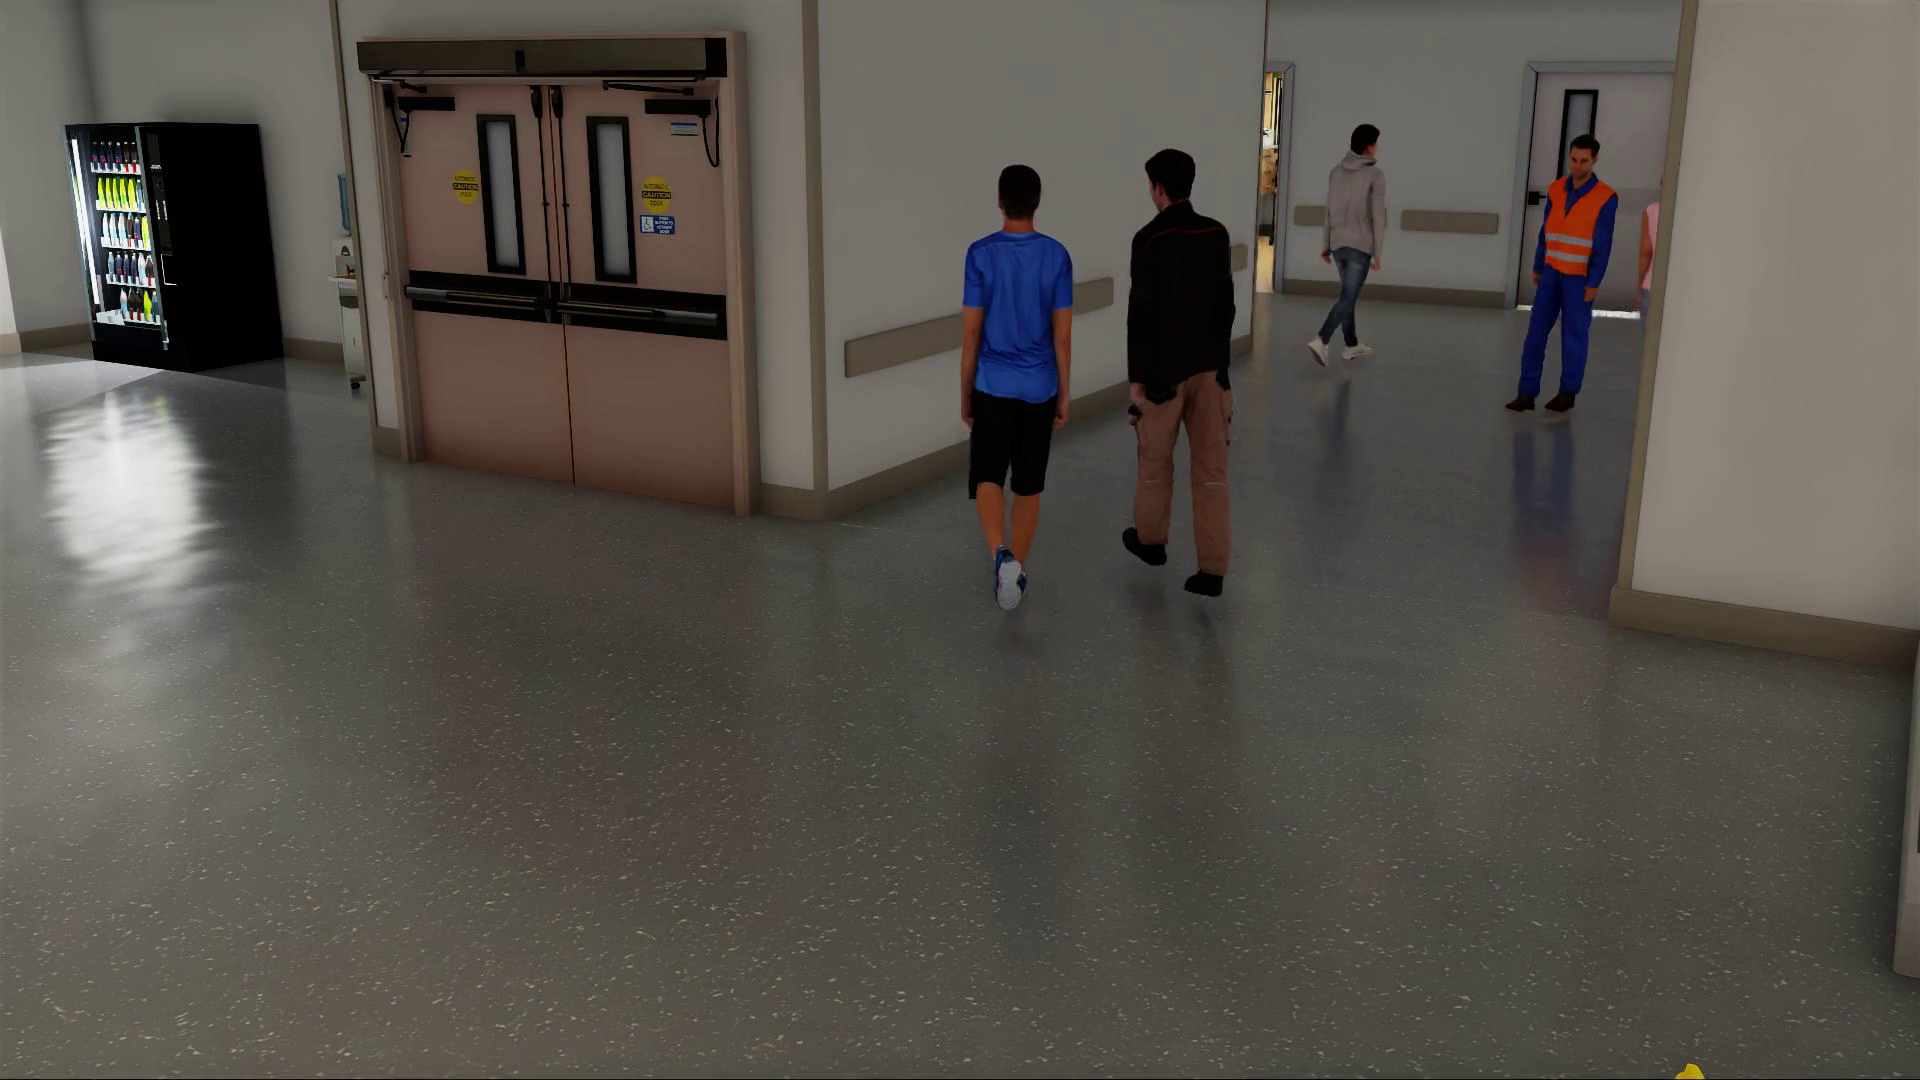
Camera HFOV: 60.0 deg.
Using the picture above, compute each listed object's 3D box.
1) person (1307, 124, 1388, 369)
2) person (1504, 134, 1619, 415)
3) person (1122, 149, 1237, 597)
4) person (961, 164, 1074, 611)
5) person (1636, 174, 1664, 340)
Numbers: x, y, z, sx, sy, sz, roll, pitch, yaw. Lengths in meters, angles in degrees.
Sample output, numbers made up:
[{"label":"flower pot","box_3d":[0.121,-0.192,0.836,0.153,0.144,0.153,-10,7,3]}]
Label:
[{"label":"person","box_3d":[2.934,-2.202,12.670,0.987,1.813,1.232,-15,22,-43]},{"label":"person","box_3d":[4.050,-1.713,10.916,0.963,1.822,0.985,-12,20,-36]},{"label":"person","box_3d":[0.990,-0.654,7.073,1.239,1.869,1.288,-5,16,-16]},{"label":"person","box_3d":[0.234,-0.583,6.862,1.114,1.848,1.051,-1,16,-2]},{"label":"person","box_3d":[4.454,-1.536,10.479,0.704,1.720,0.635,10,19,32]}]
